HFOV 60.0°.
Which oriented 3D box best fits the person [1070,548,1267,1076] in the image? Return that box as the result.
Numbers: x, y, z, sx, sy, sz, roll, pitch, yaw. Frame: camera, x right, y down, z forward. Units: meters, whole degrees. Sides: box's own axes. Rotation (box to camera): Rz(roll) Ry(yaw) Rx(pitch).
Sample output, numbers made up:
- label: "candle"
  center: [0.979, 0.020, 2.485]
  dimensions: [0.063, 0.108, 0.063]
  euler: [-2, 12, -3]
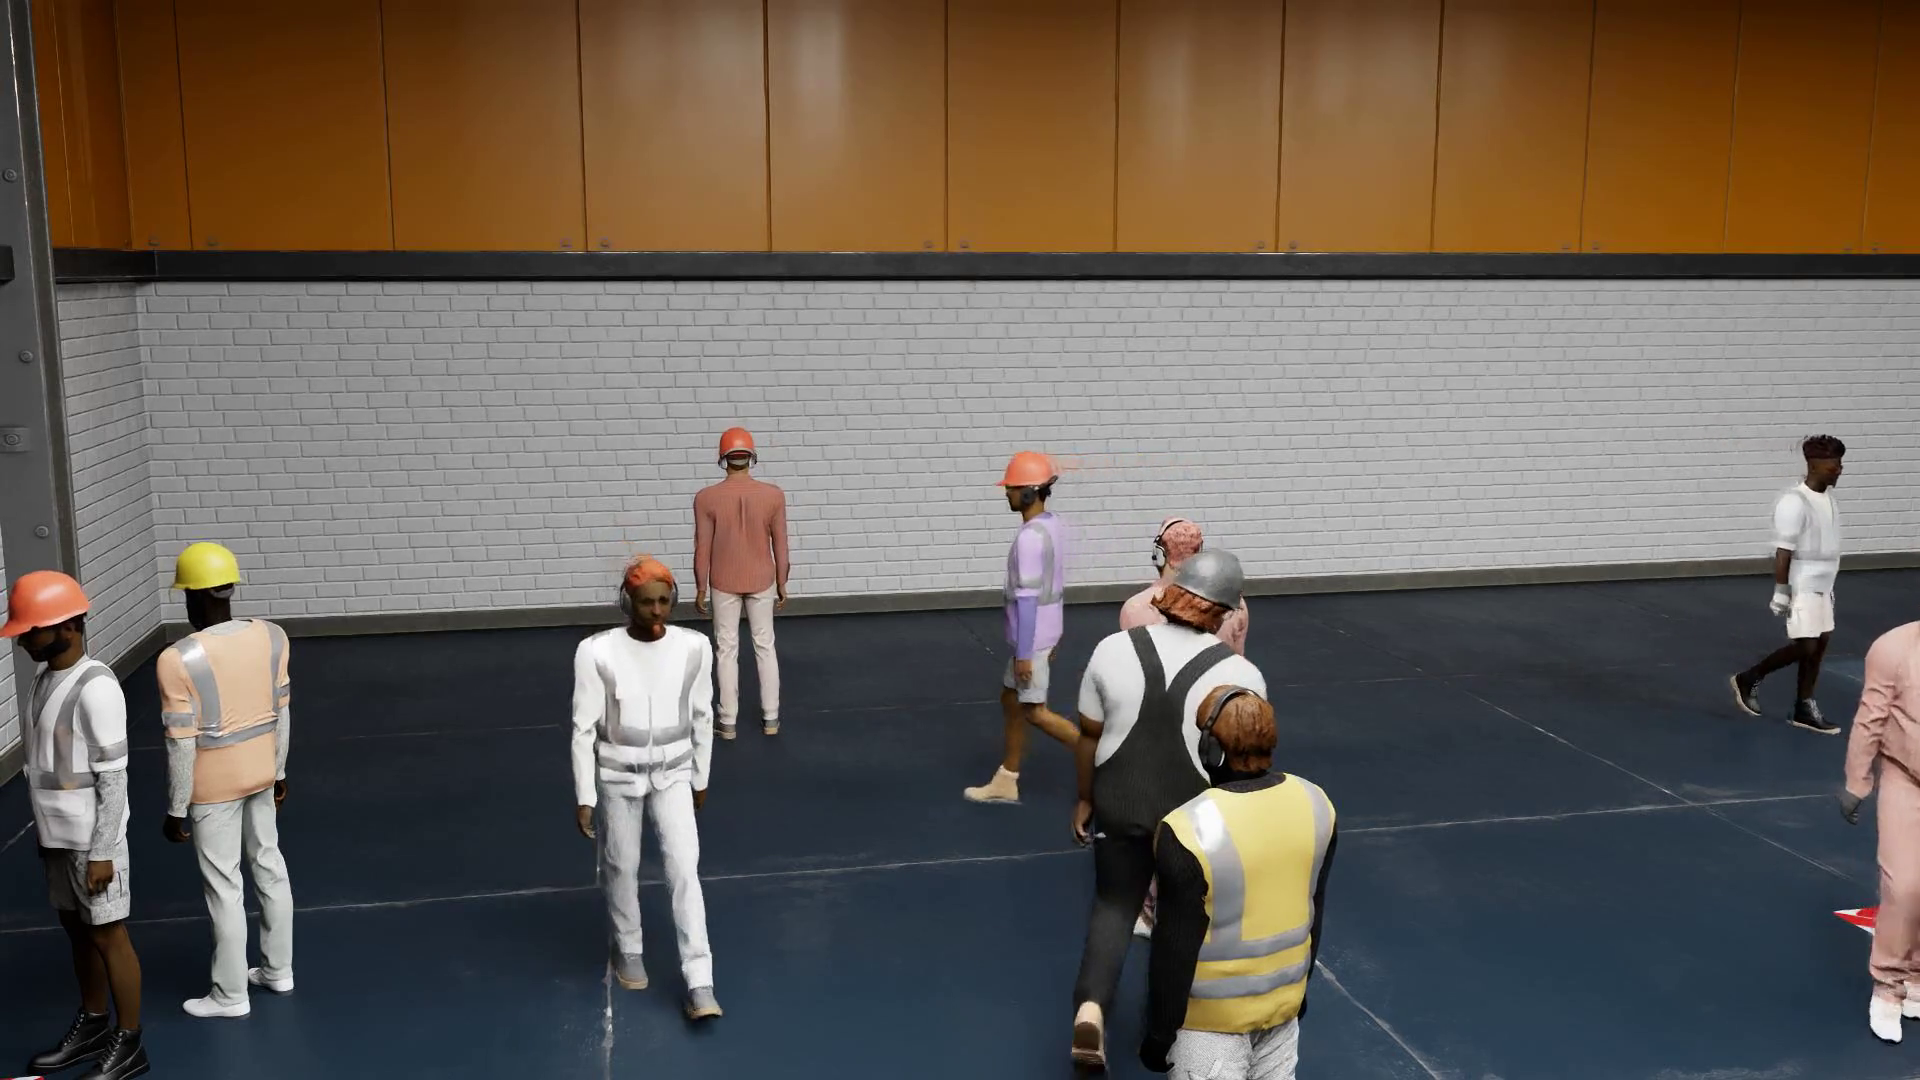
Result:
- label: "person"
  center: [0.746, 0.999, 6.090]
  dimensions: [0.735, 2.000, 0.778]
  euler: [4, 10, 21]

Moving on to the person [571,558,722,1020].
- label: "person"
  center: [-1.247, 1.004, 6.671]
  dimensions: [0.599, 1.841, 0.950]
  euler: [-3, 10, -20]

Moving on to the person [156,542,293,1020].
- label: "person"
  center: [-2.940, 0.959, 6.672]
  dimensions: [0.362, 1.928, 0.587]
  euler: [4, 10, 24]

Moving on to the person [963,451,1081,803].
- label: "person"
  center: [0.482, 0.516, 9.125]
  dimensions: [0.888, 2.019, 0.613]
  euler: [2, 10, 14]

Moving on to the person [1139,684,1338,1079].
- label: "person"
  center: [0.765, 1.316, 4.760]
  dimensions: [0.622, 1.845, 0.429]
  euler: [-6, 11, -34]

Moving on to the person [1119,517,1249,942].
- label: "person"
  center: [0.957, 0.845, 7.434]
  dimensions: [0.643, 1.908, 0.399]
  euler: [-4, 10, -24]

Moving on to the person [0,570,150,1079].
- label: "person"
  center: [-3.234, 1.057, 6.064]
  dimensions: [0.543, 1.933, 0.364]
  euler: [7, 12, 38]

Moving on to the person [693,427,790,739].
- label: "person"
  center: [-1.404, 0.273, 10.658]
  dimensions: [0.623, 1.989, 0.401]
  euler: [-3, 10, -19]

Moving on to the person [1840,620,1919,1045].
- label: "person"
  center: [3.837, 1.020, 6.452]
  dimensions: [0.672, 1.875, 0.737]
  euler: [2, 10, 14]

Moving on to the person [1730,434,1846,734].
- label: "person"
  center: [5.445, 0.275, 10.784]
  dimensions: [0.608, 1.952, 0.553]
  euler: [-8, 12, -40]
